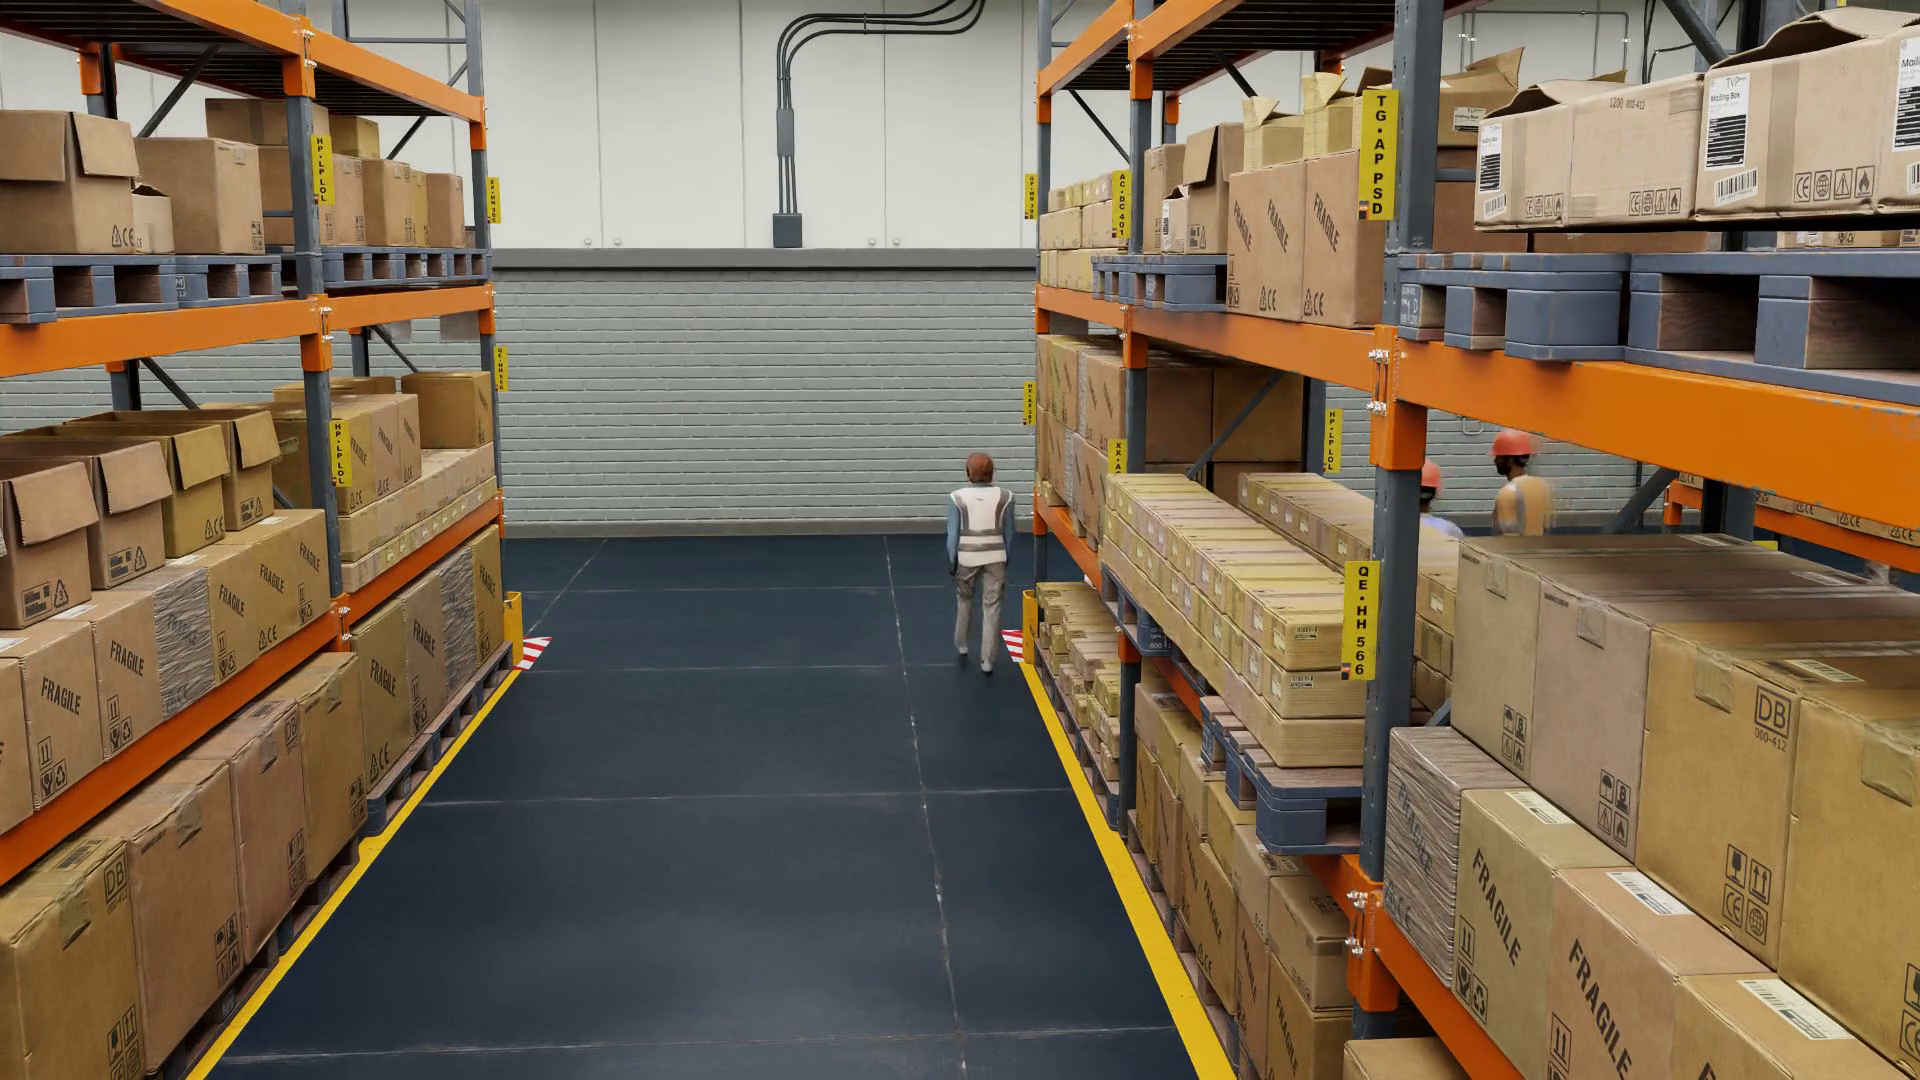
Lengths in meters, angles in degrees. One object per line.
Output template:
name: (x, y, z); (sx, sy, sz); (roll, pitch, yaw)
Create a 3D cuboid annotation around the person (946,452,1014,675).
person: (0.146, 0.150, 12.343); (0.507, 1.597, 0.825); (0, 10, -2)

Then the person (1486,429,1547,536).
person: (3.778, 0.185, 11.318); (0.563, 1.895, 0.986); (-8, 12, -39)

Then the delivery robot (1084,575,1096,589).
delivery robot: (1.356, 0.408, 13.632); (0.477, 0.478, 0.707); (-9, 13, -42)

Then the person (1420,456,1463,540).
person: (2.561, 0.485, 9.421); (0.570, 1.925, 0.556); (-2, 10, -9)

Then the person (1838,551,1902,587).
person: (7.147, 0.065, 12.872); (0.505, 1.595, 0.827); (-1, 10, -5)
